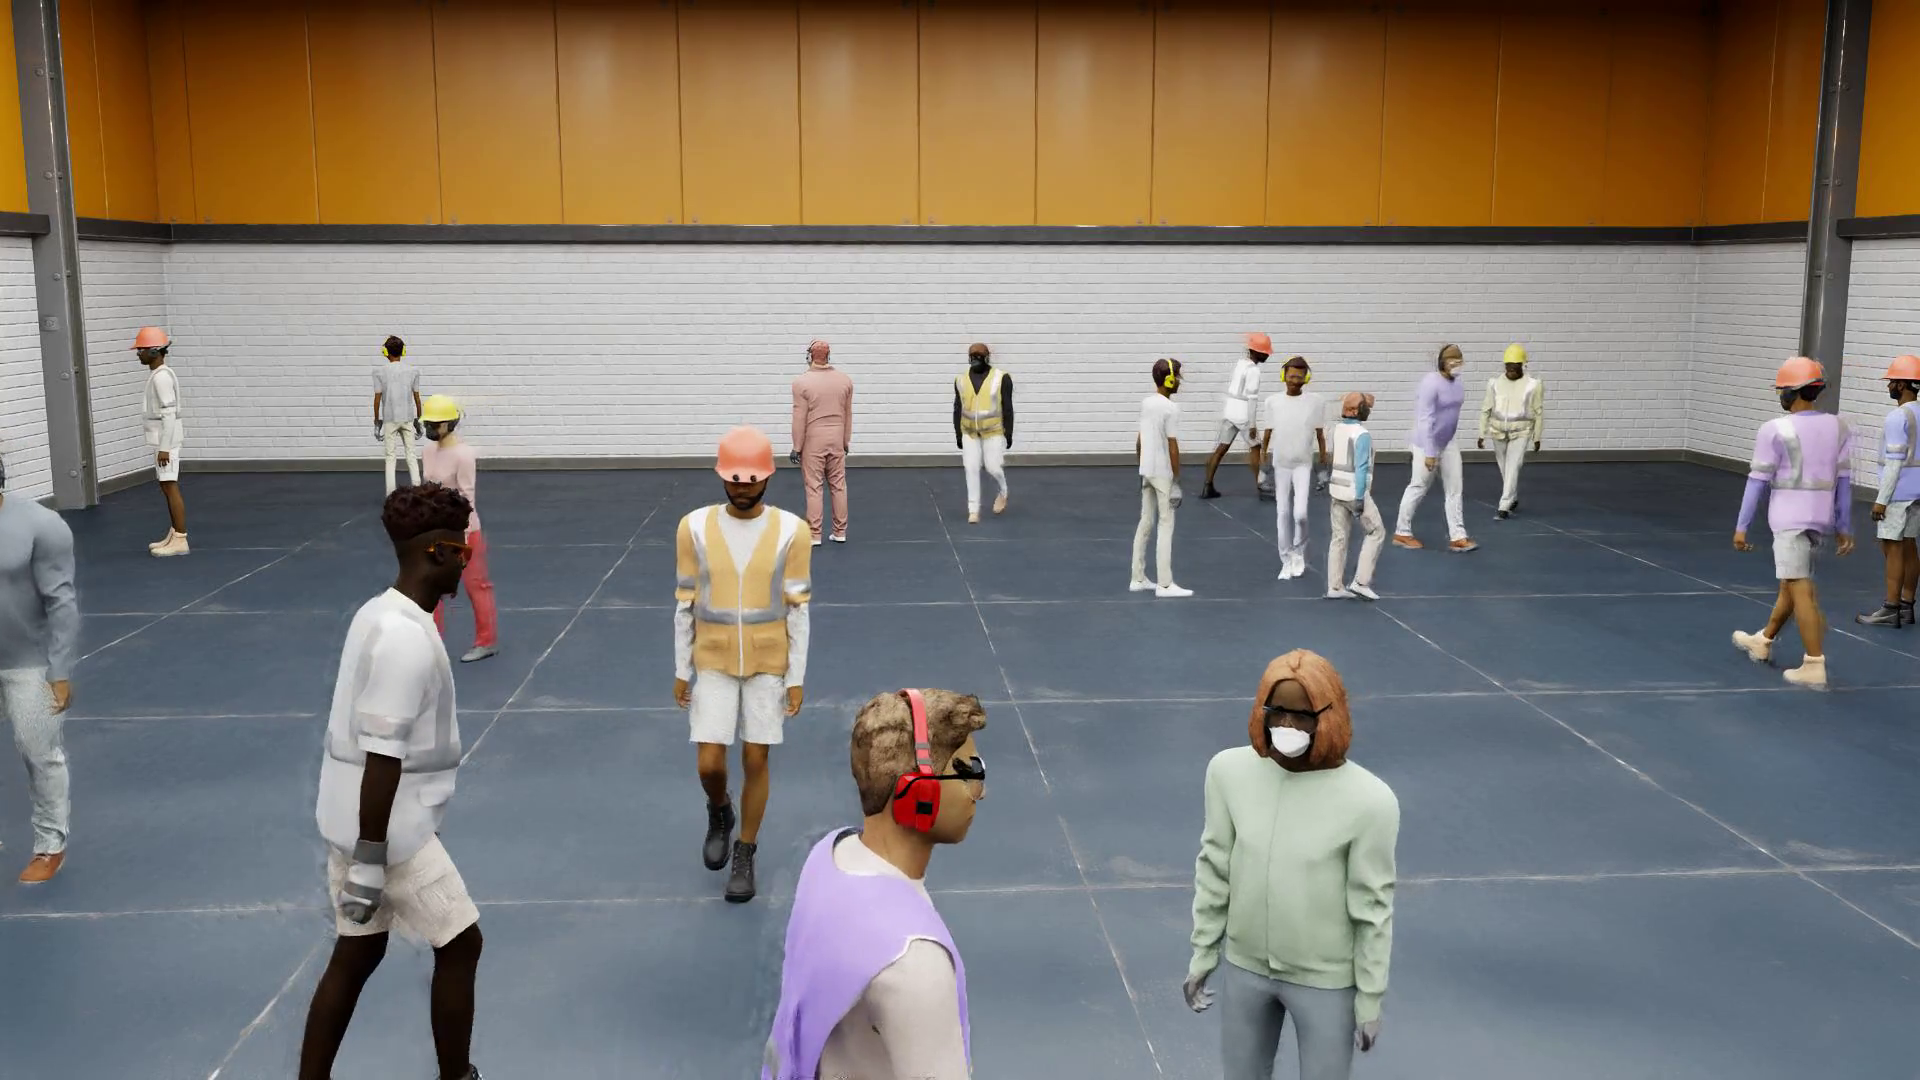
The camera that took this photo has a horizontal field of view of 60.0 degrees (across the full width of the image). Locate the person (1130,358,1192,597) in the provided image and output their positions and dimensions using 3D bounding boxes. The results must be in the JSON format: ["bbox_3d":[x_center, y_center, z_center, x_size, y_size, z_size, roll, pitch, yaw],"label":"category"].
[{"bbox_3d":[1.565,-0.493,13.011,0.332,1.866,0.530,-5,10,-27],"label":"person"}]

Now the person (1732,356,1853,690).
[{"bbox_3d":[5.115,-0.131,10.323,0.630,1.989,1.016,-3,9,-16],"label":"person"}]

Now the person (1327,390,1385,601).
[{"bbox_3d":[3.054,-0.334,12.762,0.506,1.617,0.511,-3,9,-18],"label":"person"}]

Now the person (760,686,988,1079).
[{"bbox_3d":[-0.047,1.149,2.862,0.833,1.812,0.574,-1,9,-9],"label":"person"}]

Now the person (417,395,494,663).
[{"bbox_3d":[-3.300,-0.048,10.594,0.547,1.736,0.725,7,11,36],"label":"person"}]

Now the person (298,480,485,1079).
[{"bbox_3d":[-1.575,0.796,4.724,0.840,1.914,0.623,-5,10,-30],"label":"person"}]

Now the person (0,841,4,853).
[{"bbox_3d":[-4.592,0.578,6.935,0.809,1.659,0.537,-8,12,-41],"label":"person"}]

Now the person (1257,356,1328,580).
[{"bbox_3d":[2.712,-0.580,13.597,0.564,1.847,0.426,3,10,20],"label":"person"}]

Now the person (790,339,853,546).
[{"bbox_3d":[-1.298,-0.895,15.400,0.636,1.909,0.404,-7,11,-36],"label":"person"}]

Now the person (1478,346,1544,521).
[{"bbox_3d":[5.703,-1.120,17.213,0.604,1.789,0.943,7,11,36],"label":"person"}]

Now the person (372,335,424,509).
[{"bbox_3d":[-5.989,-1.243,17.737,0.516,1.861,0.317,-5,10,-30],"label":"person"}]

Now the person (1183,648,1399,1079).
[{"bbox_3d":[0.790,1.059,4.009,0.497,1.631,0.293,7,11,36],"label":"person"}]

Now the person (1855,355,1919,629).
[{"bbox_3d":[6.661,-0.340,11.813,0.542,1.939,0.359,-7,11,-36],"label":"person"}]

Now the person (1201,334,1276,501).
[{"bbox_3d":[3.128,-1.349,18.439,0.856,1.864,0.604,-2,9,-13],"label":"person"}]

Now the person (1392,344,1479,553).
[{"bbox_3d":[4.311,-0.815,14.939,0.651,1.882,0.955,-7,11,-37],"label":"person"}]

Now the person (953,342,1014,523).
[{"bbox_3d":[0.249,-1.092,16.873,0.655,1.834,0.577,3,10,18],"label":"person"}]

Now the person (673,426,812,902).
[{"bbox_3d":[-0.865,0.493,6.646,0.566,1.914,0.490,-1,9,-5],"label":"person"}]

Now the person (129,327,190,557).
[{"bbox_3d":[-7.137,-0.873,14.835,0.379,2.041,0.616,-5,10,-27],"label":"person"}]

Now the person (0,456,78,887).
[{"bbox_3d":[-3.820,0.518,6.622,0.632,1.903,0.761,-1,9,-9],"label":"person"}]
